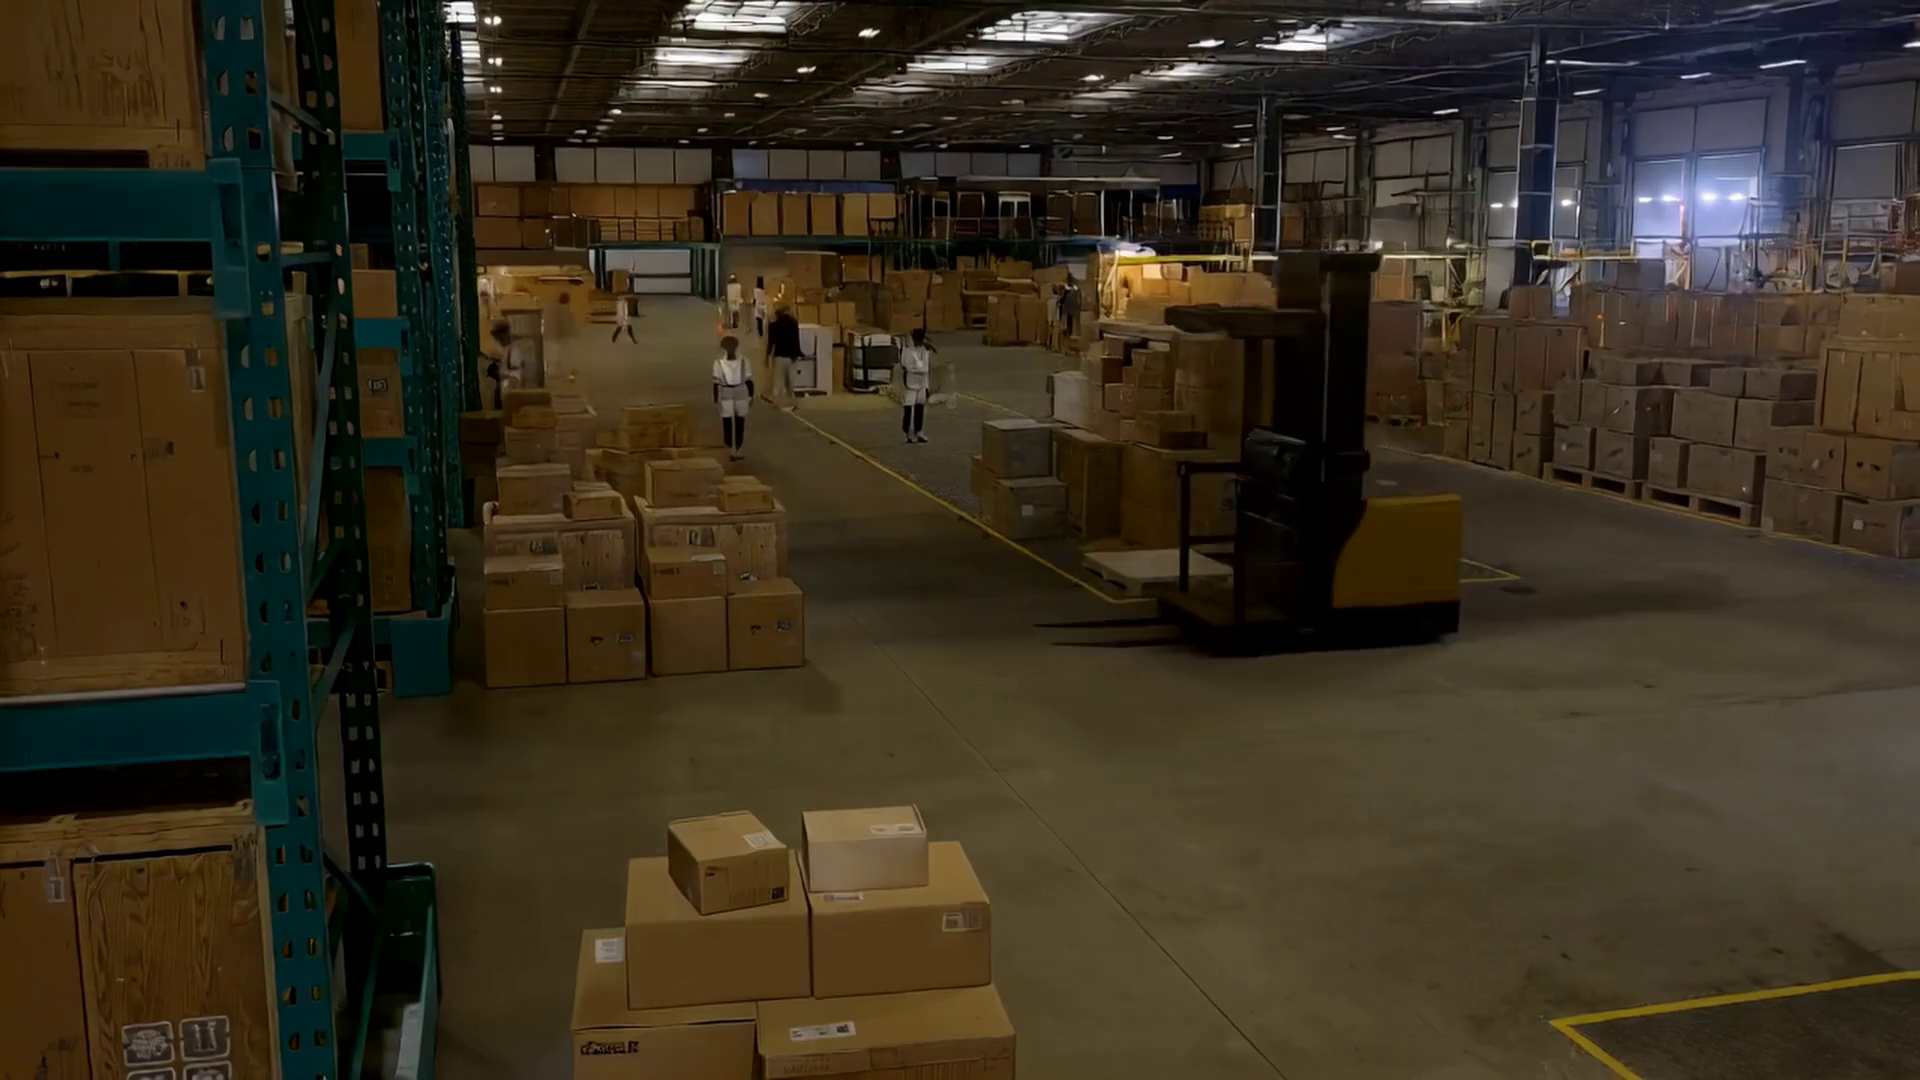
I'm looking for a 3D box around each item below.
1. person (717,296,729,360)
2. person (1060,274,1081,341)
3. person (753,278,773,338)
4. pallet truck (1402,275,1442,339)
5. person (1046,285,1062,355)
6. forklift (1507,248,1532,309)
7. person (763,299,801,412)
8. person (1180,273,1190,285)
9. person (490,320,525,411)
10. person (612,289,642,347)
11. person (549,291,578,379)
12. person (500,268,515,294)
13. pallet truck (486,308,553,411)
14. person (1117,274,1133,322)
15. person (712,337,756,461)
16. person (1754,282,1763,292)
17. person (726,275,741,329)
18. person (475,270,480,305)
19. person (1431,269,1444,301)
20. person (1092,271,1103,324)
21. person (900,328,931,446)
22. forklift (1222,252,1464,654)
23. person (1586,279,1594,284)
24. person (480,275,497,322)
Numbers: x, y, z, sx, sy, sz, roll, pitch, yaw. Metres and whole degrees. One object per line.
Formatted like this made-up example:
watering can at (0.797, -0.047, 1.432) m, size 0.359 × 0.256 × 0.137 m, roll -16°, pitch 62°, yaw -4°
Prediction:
person at (-5.891, -5.235, 41.335) m, size 0.312 × 1.636 × 0.520 m, roll -2°, pitch 10°, yaw -10°
person at (3.400, -7.061, 50.534) m, size 0.679 × 2.000 × 0.537 m, roll -3°, pitch 11°, yaw -18°
person at (-6.193, -7.314, 52.429) m, size 0.650 × 1.880 × 1.043 m, roll -3°, pitch 10°, yaw -15°
pallet truck at (14.620, -7.324, 52.145) m, size 0.823 × 1.965 × 1.885 m, roll 8°, pitch 13°, yaw 40°
person at (2.485, -5.830, 44.091) m, size 0.316 × 1.859 × 0.526 m, roll -9°, pitch 13°, yaw -41°
forklift at (13.483, -5.644, 40.133) m, size 1.873 × 2.768 × 1.129 m, roll 2°, pitch 10°, yaw 12°
person at (-3.137, -3.232, 29.133) m, size 1.012 × 1.937 × 0.644 m, roll 8°, pitch 13°, yaw 39°
person at (8.425, -9.067, 62.377) m, size 0.354 × 1.877 × 0.574 m, roll -5°, pitch 11°, yaw -28°
person at (-6.022, -2.053, 22.638) m, size 0.555 × 1.888 × 0.982 m, roll 9°, pitch 13°, yaw 41°
person at (-9.627, -6.378, 47.764) m, size 0.891 × 1.636 × 0.545 m, roll -9°, pitch 13°, yaw -41°
person at (-8.569, -4.401, 35.811) m, size 0.644 × 1.922 × 0.612 m, roll 8°, pitch 13°, yaw 38°
person at (-18.982, -10.416, 69.707) m, size 0.622 × 1.964 × 0.806 m, roll 0°, pitch 10°, yaw 1°
pallet truck at (-6.242, -2.418, 24.362) m, size 0.823 × 1.965 × 1.885 m, roll 1°, pitch 10°, yaw 3°
person at (6.290, -9.243, 63.485) m, size 0.600 × 1.830 × 0.977 m, roll 0°, pitch 10°, yaw 2°
person at (-3.011, -1.872, 22.233) m, size 0.549 × 1.655 × 0.850 m, roll -3°, pitch 10°, yaw -15°
person at (21.084, -5.845, 43.968) m, size 0.630 × 1.932 × 0.361 m, roll -5°, pitch 11°, yaw -26°
person at (-7.909, -8.326, 58.143) m, size 0.581 × 1.889 × 0.998 m, roll 1°, pitch 10°, yaw 6°
person at (-23.554, -12.266, 80.847) m, size 0.323 × 1.742 × 0.492 m, roll 1°, pitch 10°, yaw 8°
person at (21.793, -11.435, 75.814) m, size 0.581 × 1.854 × 0.633 m, roll 1°, pitch 10°, yaw 6°
person at (5.091, -8.954, 61.516) m, size 0.387 × 1.949 × 0.602 m, roll 4°, pitch 11°, yaw 22°
person at (-0.639, -2.222, 24.117) m, size 0.533 × 1.692 × 0.322 m, roll -9°, pitch 14°, yaw -43°
forklift at (2.630, -0.696, 12.113) m, size 1.873 × 2.768 × 1.129 m, roll -3°, pitch 10°, yaw -15°
person at (19.792, -7.186, 51.721) m, size 0.776 × 1.880 × 0.592 m, roll 3°, pitch 11°, yaw 19°
person at (-18.022, -9.245, 63.637) m, size 0.600 × 1.783 × 0.930 m, roll -7°, pitch 12°, yaw -33°
